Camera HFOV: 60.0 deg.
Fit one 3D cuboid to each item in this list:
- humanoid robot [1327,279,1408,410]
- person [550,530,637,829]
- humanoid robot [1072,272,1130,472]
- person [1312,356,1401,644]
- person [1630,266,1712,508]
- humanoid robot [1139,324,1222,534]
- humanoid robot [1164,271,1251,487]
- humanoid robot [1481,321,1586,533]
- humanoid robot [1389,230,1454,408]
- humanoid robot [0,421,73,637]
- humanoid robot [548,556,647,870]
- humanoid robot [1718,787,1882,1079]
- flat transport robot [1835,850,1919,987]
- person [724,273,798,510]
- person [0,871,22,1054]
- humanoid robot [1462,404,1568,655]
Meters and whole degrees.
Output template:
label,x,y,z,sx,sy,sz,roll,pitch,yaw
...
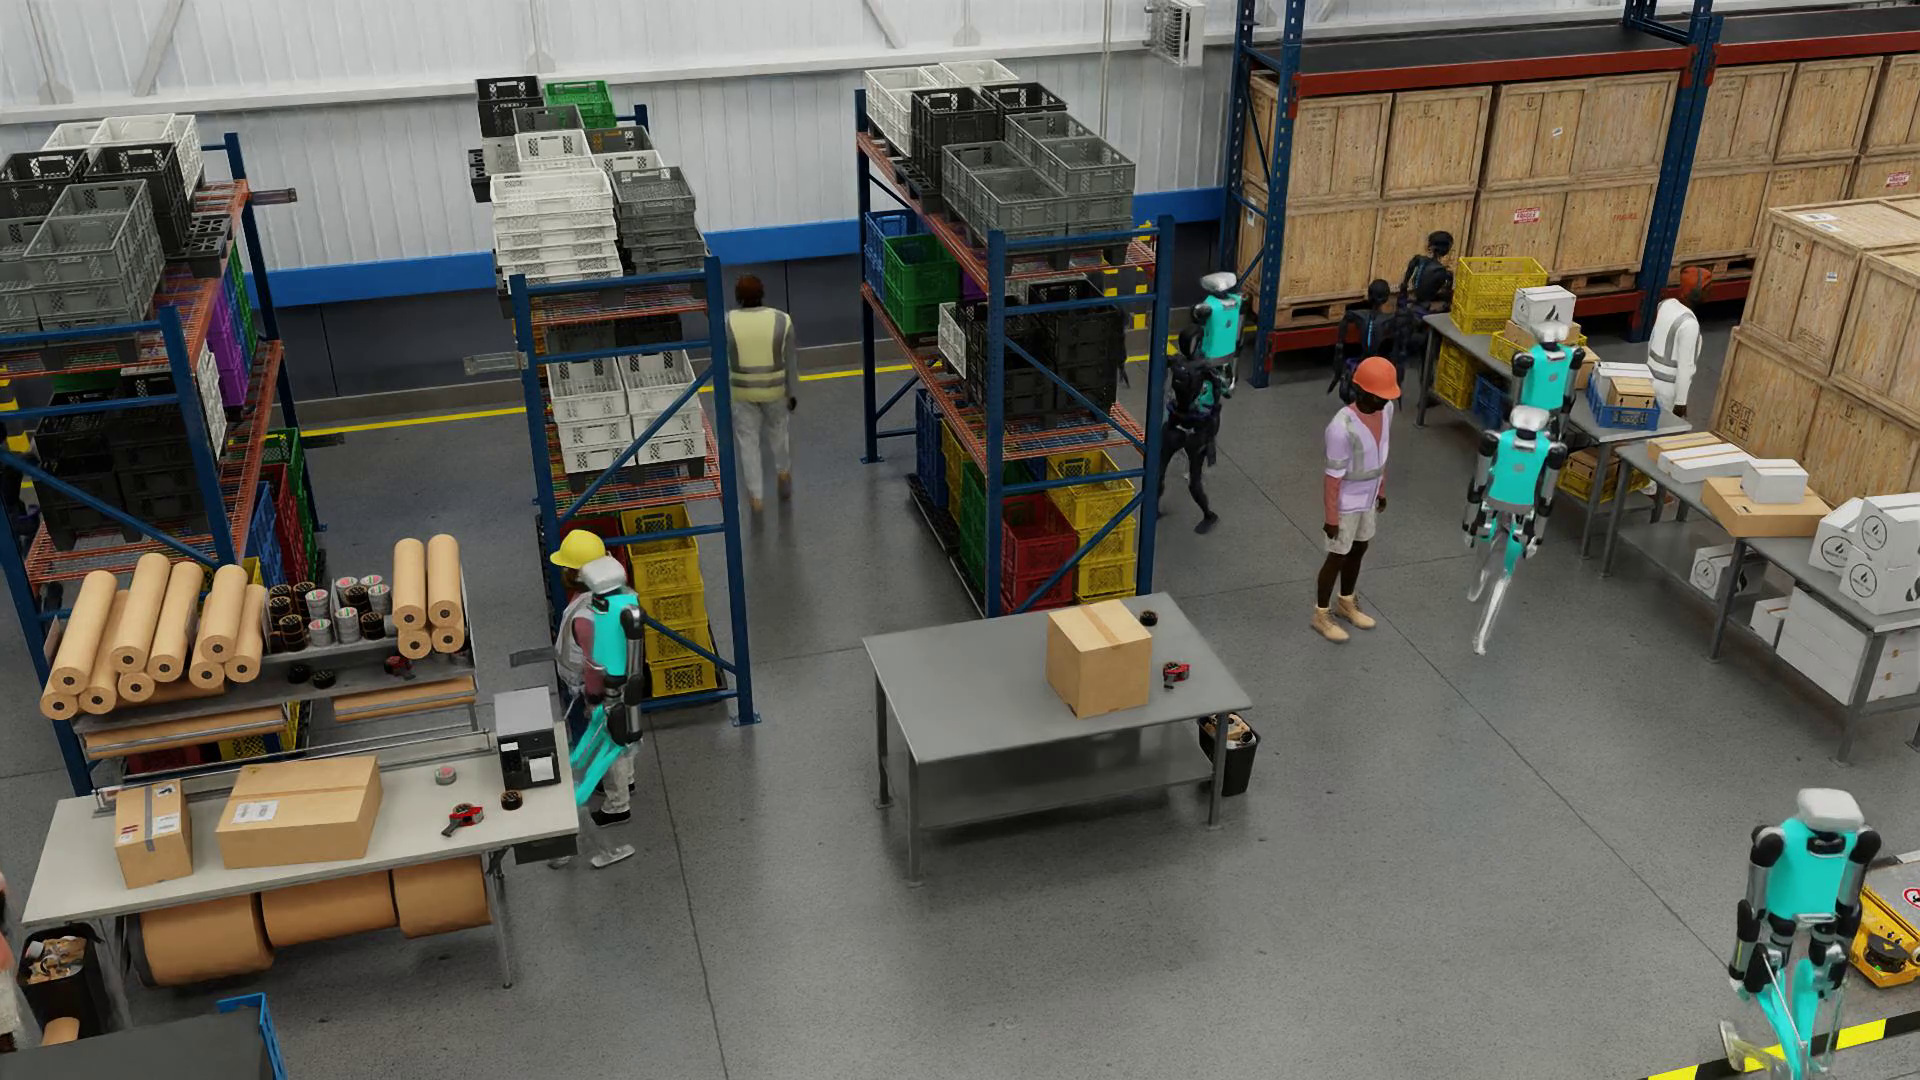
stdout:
label,x,y,z,sx,sy,sz,roll,pitch,yaw
humanoid robot,3.170,-1.247,13.022,0.593,1.617,0.783,11,31,20
person,-2.004,0.753,9.163,0.404,1.837,0.593,-1,29,-1
humanoid robot,1.038,-1.405,13.295,0.610,1.627,0.711,-8,30,-14
person,2.587,-0.259,10.813,0.609,2.030,0.413,-24,37,-37
person,5.366,-1.170,12.612,0.337,1.882,0.583,0,29,-1
humanoid robot,1.668,-0.823,12.212,0.584,1.642,0.419,19,34,30
humanoid robot,1.838,-1.253,12.940,0.533,1.830,0.639,-19,34,-31
humanoid robot,4.067,-0.801,12.197,0.553,1.885,0.800,-6,29,-11
humanoid robot,3.854,-1.833,14.101,0.814,1.629,0.611,-15,32,-26
humanoid robot,-6.130,-0.023,10.753,0.600,1.645,0.601,-5,29,-10
humanoid robot,-2.033,1.030,8.841,0.848,1.840,0.569,-21,35,-34
humanoid robot,3.637,1.933,7.137,0.532,1.740,1.031,-2,29,-3
flat transport robot,5.163,1.916,8.676,1.431,0.231,0.659,-8,30,-14
person,-1.562,-1.182,12.715,0.624,1.804,0.785,-5,29,-9
person,-4.376,1.799,7.178,0.596,1.904,1.033,-18,34,-29
humanoid robot,3.630,-0.194,11.013,0.561,1.769,0.985,10,30,17
